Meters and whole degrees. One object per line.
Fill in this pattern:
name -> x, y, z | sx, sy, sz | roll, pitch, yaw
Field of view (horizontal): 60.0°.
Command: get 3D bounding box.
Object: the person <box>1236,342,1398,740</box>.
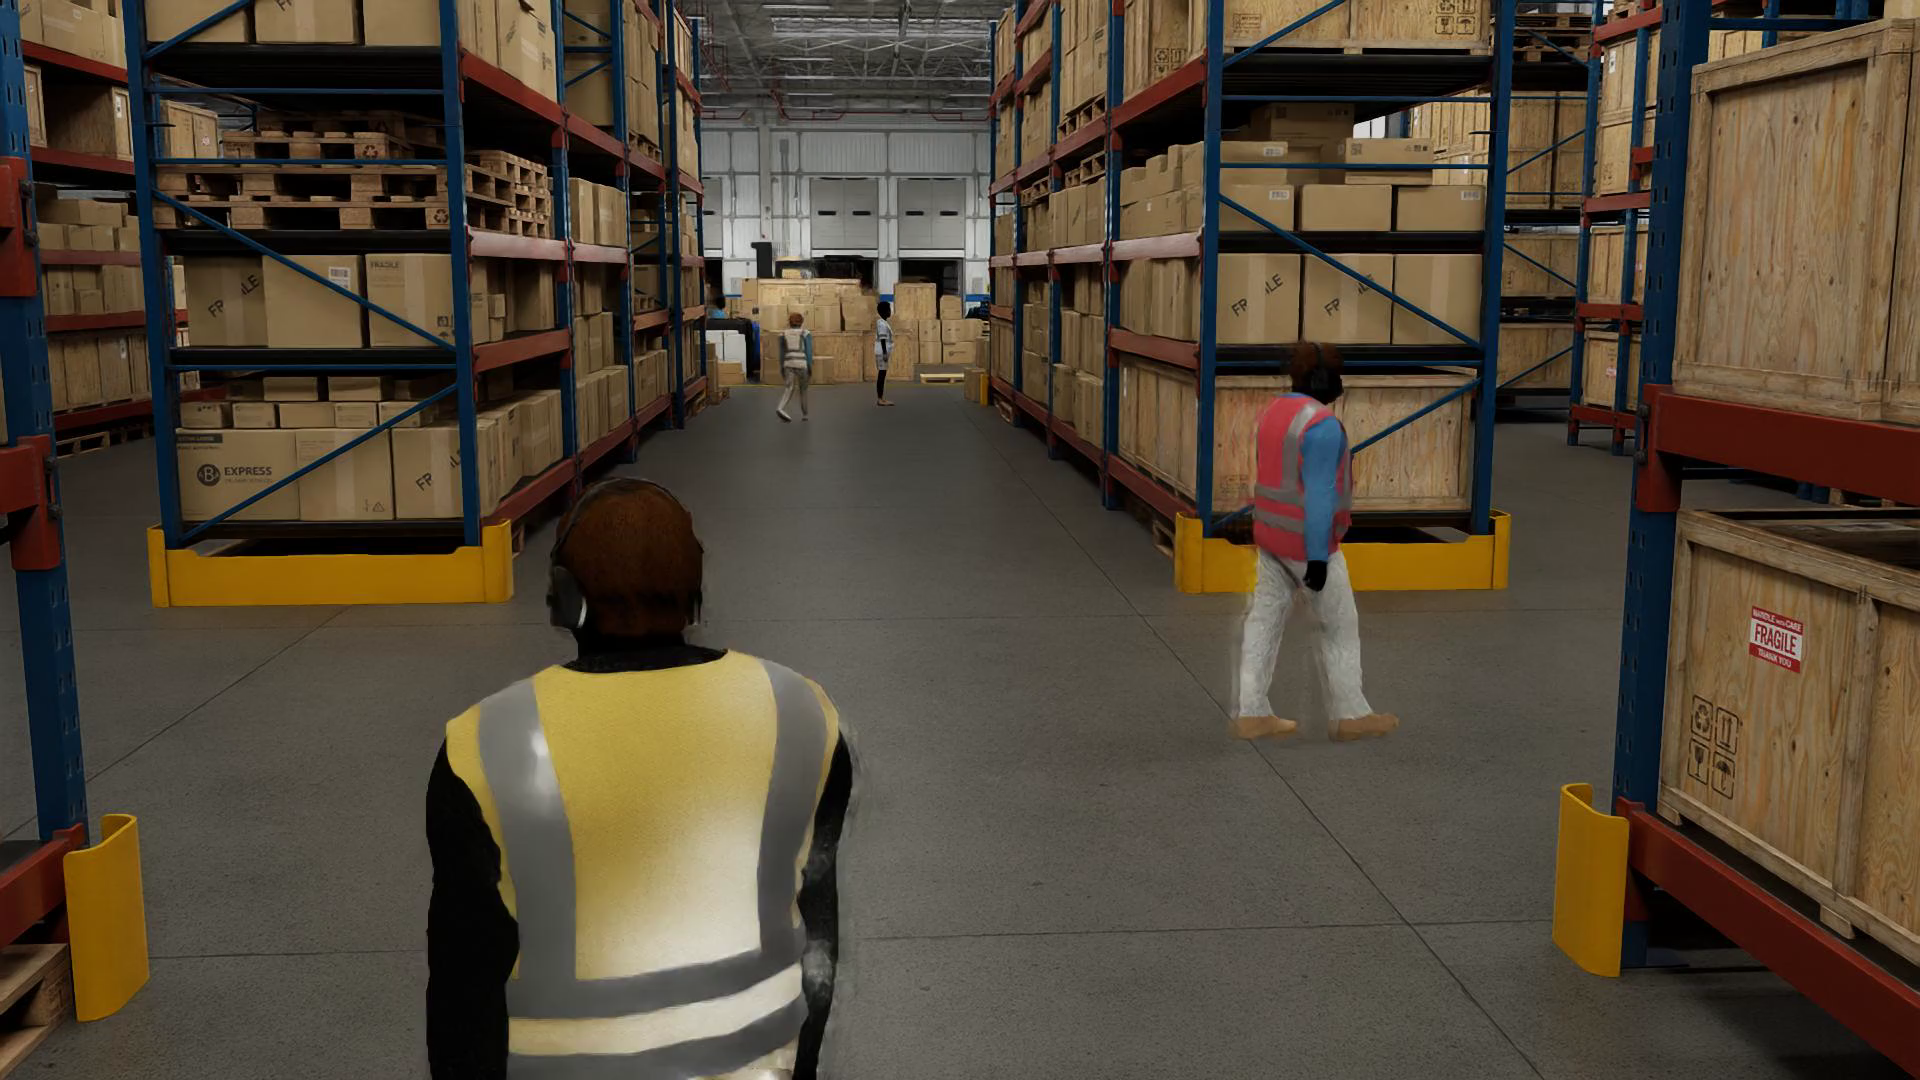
person -> 1.651, 0.017, 7.548 | 0.853, 1.810, 0.664 | -2, 9, -15

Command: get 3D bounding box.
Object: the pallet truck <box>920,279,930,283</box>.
pallet truck -> -0.932, -8.922, 63.114 | 1.885, 1.965, 0.823 | 2, 9, 13

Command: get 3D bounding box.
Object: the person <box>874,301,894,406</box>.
person -> -1.235, -3.023, 27.022 | 0.319, 1.696, 0.532 | -1, 9, -4

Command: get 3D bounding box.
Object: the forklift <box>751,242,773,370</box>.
forklift -> -4.251, -5.060, 36.103 | 1.873, 2.768, 1.129 | -1, 9, -4

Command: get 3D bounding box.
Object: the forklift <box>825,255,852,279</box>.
forklift -> -4.261, -8.622, 58.469 | 1.129, 2.768, 1.873 | -4, 10, -23

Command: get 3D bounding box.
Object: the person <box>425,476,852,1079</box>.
person -> -0.466, 0.819, 2.481 | 0.624, 1.832, 0.433 | -4, 10, -24

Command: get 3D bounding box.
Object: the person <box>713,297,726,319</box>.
person -> -5.318, -4.524, 36.566 | 0.861, 1.657, 0.539 | -4, 10, -21

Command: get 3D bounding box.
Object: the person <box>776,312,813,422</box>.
person -> -2.405, -2.503, 24.076 | 0.552, 1.596, 0.758 | 3, 9, 16
